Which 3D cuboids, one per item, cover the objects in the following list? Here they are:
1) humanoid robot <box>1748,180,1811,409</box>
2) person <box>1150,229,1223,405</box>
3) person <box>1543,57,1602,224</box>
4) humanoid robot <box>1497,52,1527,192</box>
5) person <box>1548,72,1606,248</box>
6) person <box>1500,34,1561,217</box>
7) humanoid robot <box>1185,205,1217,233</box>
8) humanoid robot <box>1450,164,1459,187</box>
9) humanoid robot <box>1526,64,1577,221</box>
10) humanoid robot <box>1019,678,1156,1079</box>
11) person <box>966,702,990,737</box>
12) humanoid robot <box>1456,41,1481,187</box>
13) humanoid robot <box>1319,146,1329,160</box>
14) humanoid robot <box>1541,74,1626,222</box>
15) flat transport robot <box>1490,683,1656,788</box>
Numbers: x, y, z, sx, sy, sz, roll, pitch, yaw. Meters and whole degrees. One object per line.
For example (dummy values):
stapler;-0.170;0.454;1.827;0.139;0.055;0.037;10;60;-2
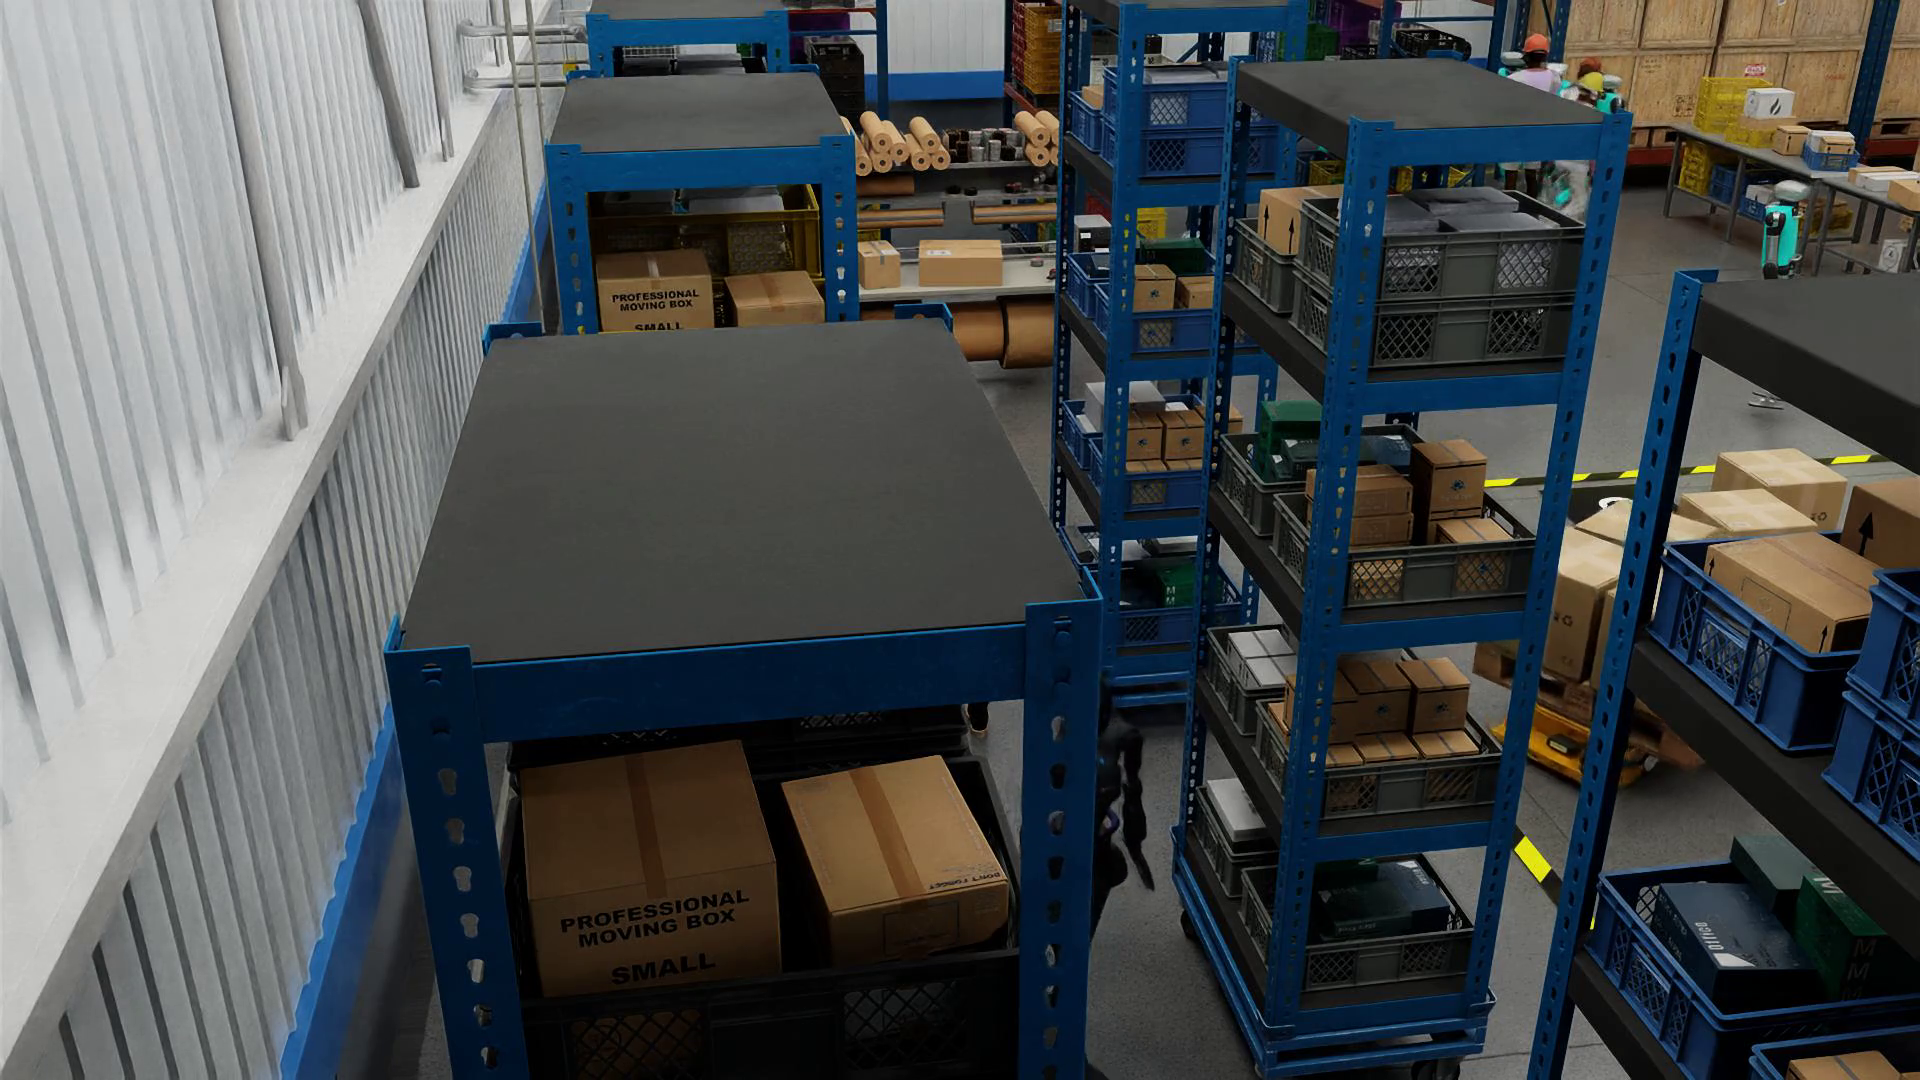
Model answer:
humanoid robot;6.196;-1.773;12.234;0.735;1.677;0.533;17;30;32
person;1.465;-1.100;10.799;0.588;1.850;0.396;-2;25;-4
person;6.318;-3.977;17.023;0.660;1.883;0.588;11;27;22
humanoid robot;5.931;-4.301;17.848;0.530;1.758;0.695;-7;26;-14
person;6.159;-3.770;16.658;0.754;1.804;0.625;-10;27;-21
person;5.882;-4.226;17.365;0.614;2.041;0.383;-5;25;-10
humanoid robot;2.550;-4.033;17.386;0.591;1.639;0.640;-2;25;-4
humanoid robot;5.250;-4.218;17.798;0.596;1.646;0.541;-23;33;-40
humanoid robot;6.237;-4.213;17.711;0.550;1.742;0.967;9;26;19
humanoid robot;0.479;1.203;6.017;0.589;1.643;0.599;-17;30;-33
person;-0.055;0.086;8.082;0.610;1.965;0.363;-6;25;-13
humanoid robot;5.762;-4.952;19.365;0.599;1.653;0.315;9;26;19
humanoid robot;4.276;-4.688;18.623;0.742;1.702;0.531;19;31;35
humanoid robot;6.141;-3.746;16.669;0.773;1.769;0.530;-3;25;-6
flat transport robot;3.407;0.837;8.445;1.431;0.197;0.652;-18;30;-34
